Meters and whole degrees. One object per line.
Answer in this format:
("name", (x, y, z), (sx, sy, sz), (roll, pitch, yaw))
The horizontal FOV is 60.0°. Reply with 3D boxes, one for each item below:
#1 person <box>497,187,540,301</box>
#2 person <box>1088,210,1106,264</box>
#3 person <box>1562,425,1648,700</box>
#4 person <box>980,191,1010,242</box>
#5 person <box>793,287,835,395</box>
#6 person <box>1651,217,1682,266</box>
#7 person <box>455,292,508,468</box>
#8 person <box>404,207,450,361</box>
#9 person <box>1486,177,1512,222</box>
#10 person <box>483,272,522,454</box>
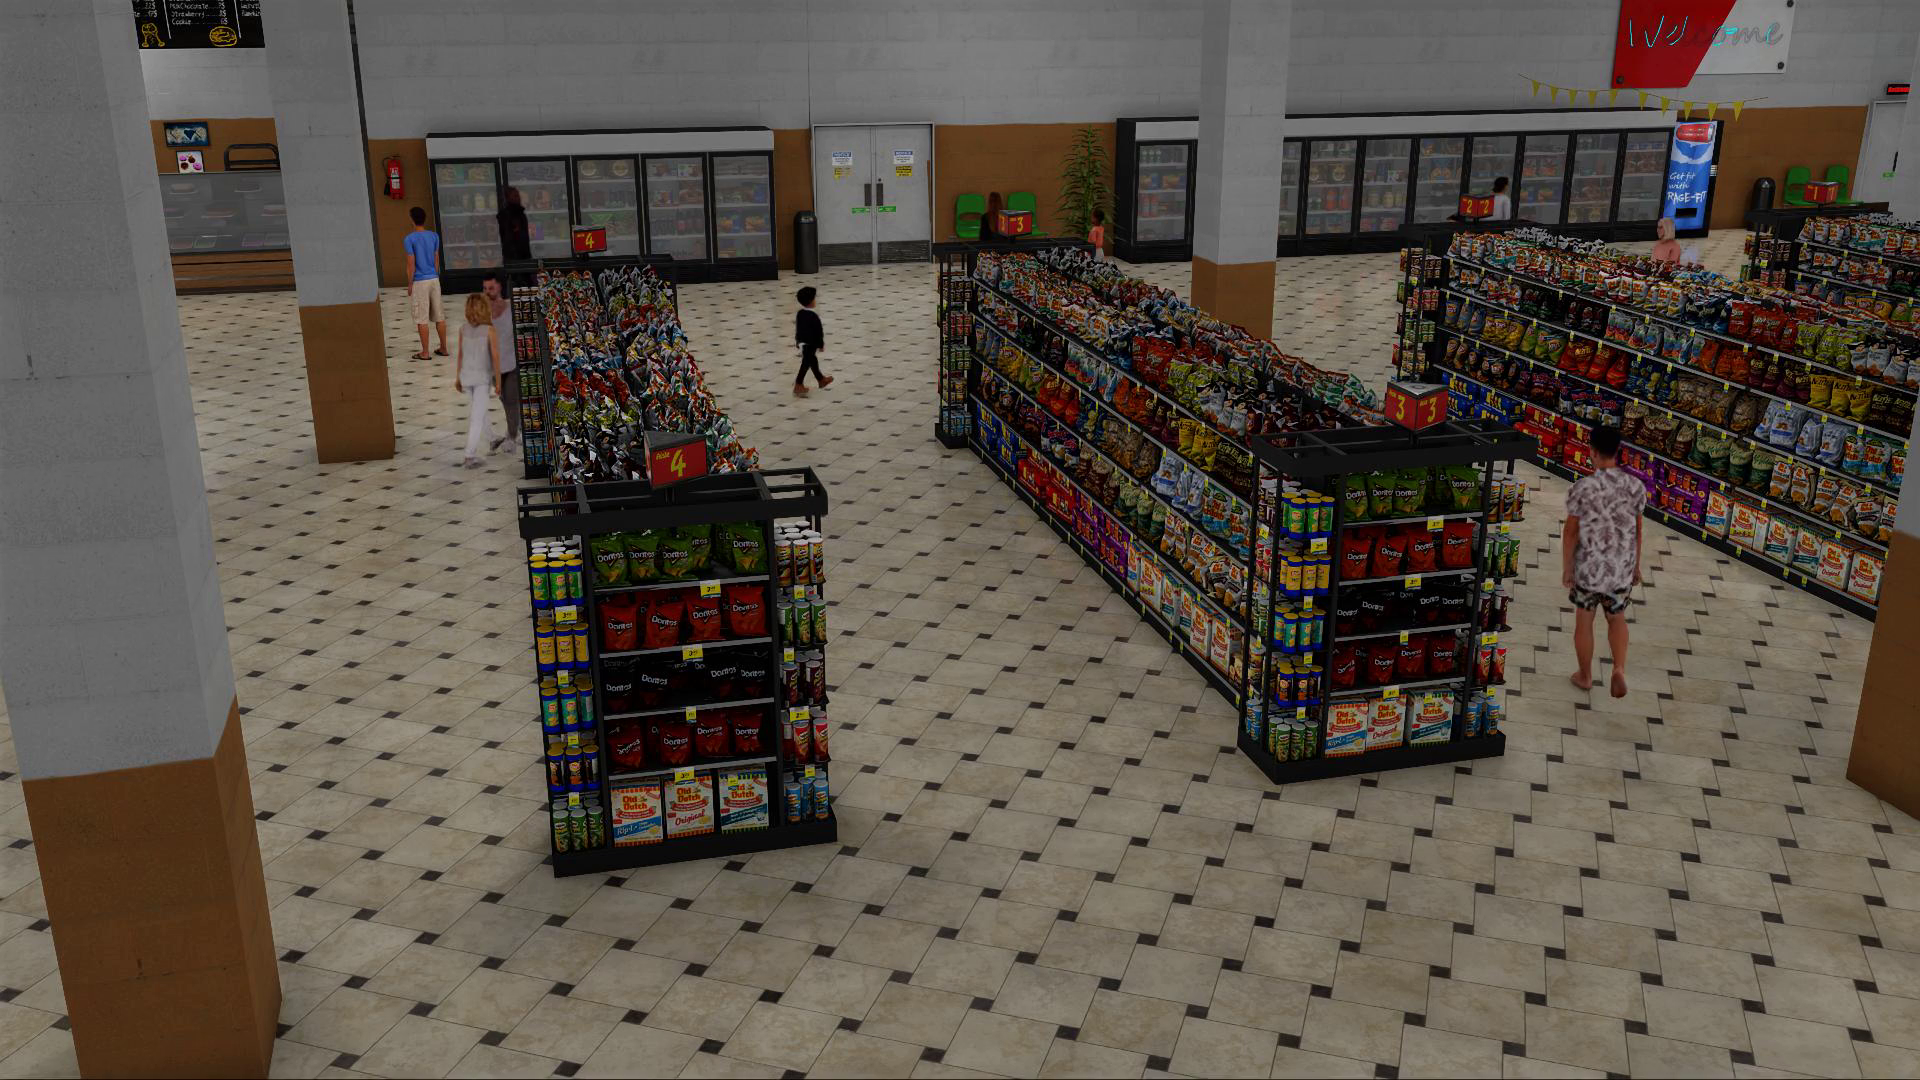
("person", (-6.221, -3.950, 22.972), (1.127, 1.798, 1.156), (5, 19, 15))
("person", (2.012, -4.203, 24.486), (0.621, 1.311, 0.556), (9, 21, 25))
("person", (4.159, 0.186, 10.711), (0.875, 1.795, 0.980), (3, 19, 9))
("person", (0.484, -4.038, 23.389), (0.578, 1.698, 0.515), (-6, 19, -16))
("person", (-1.753, -2.236, 18.829), (0.805, 1.197, 0.851), (-17, 25, -40))
("person", (8.880, -3.160, 20.806), (0.751, 1.685, 1.010), (-8, 20, -23))
("person", (-4.713, -1.526, 16.052), (0.984, 1.627, 1.091), (8, 20, 22))
("person", (-6.624, -3.186, 20.604), (0.771, 1.864, 0.734), (13, 23, 34))
("person", (7.952, -4.530, 24.808), (0.825, 1.724, 0.750), (-10, 21, -28))
("person", (-4.516, -1.787, 16.555), (0.942, 1.799, 1.107), (4, 19, 11))
